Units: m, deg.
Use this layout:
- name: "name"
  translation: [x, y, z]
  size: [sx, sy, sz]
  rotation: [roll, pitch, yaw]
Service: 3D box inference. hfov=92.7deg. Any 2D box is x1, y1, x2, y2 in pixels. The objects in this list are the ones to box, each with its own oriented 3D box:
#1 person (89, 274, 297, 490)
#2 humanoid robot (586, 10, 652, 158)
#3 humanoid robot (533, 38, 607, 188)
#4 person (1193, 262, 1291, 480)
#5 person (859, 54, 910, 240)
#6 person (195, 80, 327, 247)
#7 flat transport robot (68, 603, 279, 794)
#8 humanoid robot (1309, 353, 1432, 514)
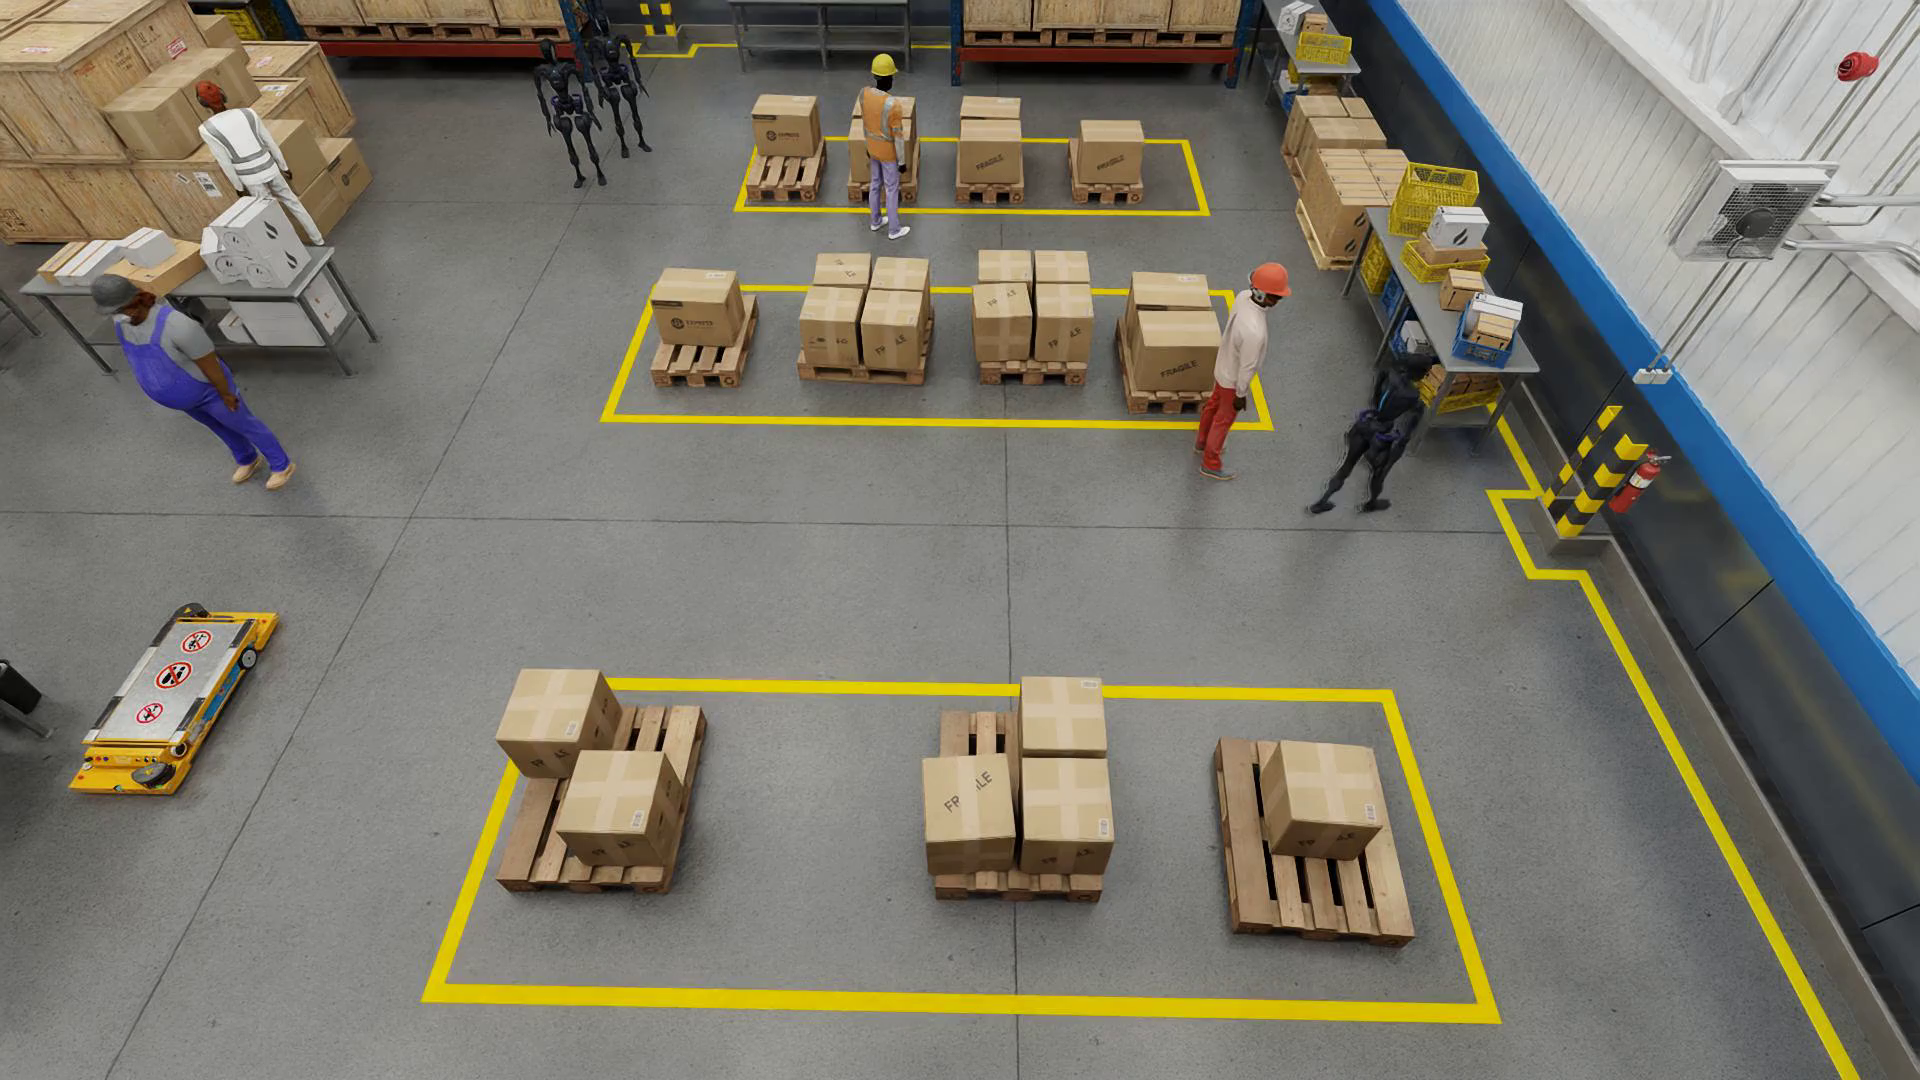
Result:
- name: "person"
  translation: [-6.066, -1.209, 7.230]
  size: [0.680, 2.000, 0.536]
  rotation: [11, 51, 9]
- name: "humanoid robot"
  translation: [-4.116, -5.502, 11.090]
  size: [0.601, 1.658, 0.324]
  rotation: [-24, 54, -19]
- name: "humanoid robot"
  translation: [-4.495, -4.904, 10.585]
  size: [0.616, 1.657, 0.311]
  rotation: [-9, 50, -8]
- name: "person"
  translation: [2.236, -1.344, 7.376]
  size: [0.388, 1.991, 0.610]
  rotation: [2, 50, 2]
- name: "person"
  translation: [-0.795, -4.192, 9.838]
  size: [0.581, 1.918, 0.403]
  rotation: [34, 58, 25]
- name: "person"
  translation: [-7.260, -3.784, 9.511]
  size: [0.338, 1.882, 0.580]
  rotation: [28, 55, 22]
- name: "flat transport robot"
  translation: [-5.504, 1.072, 6.442]
  size: [0.652, 0.197, 1.431]
  rotation: [1, 50, 1]
- name: "humanoid robot"
  translation: [3.262, -0.802, 7.147]
  size: [0.672, 1.648, 0.572]
  rotation: [-18, 52, -14]
